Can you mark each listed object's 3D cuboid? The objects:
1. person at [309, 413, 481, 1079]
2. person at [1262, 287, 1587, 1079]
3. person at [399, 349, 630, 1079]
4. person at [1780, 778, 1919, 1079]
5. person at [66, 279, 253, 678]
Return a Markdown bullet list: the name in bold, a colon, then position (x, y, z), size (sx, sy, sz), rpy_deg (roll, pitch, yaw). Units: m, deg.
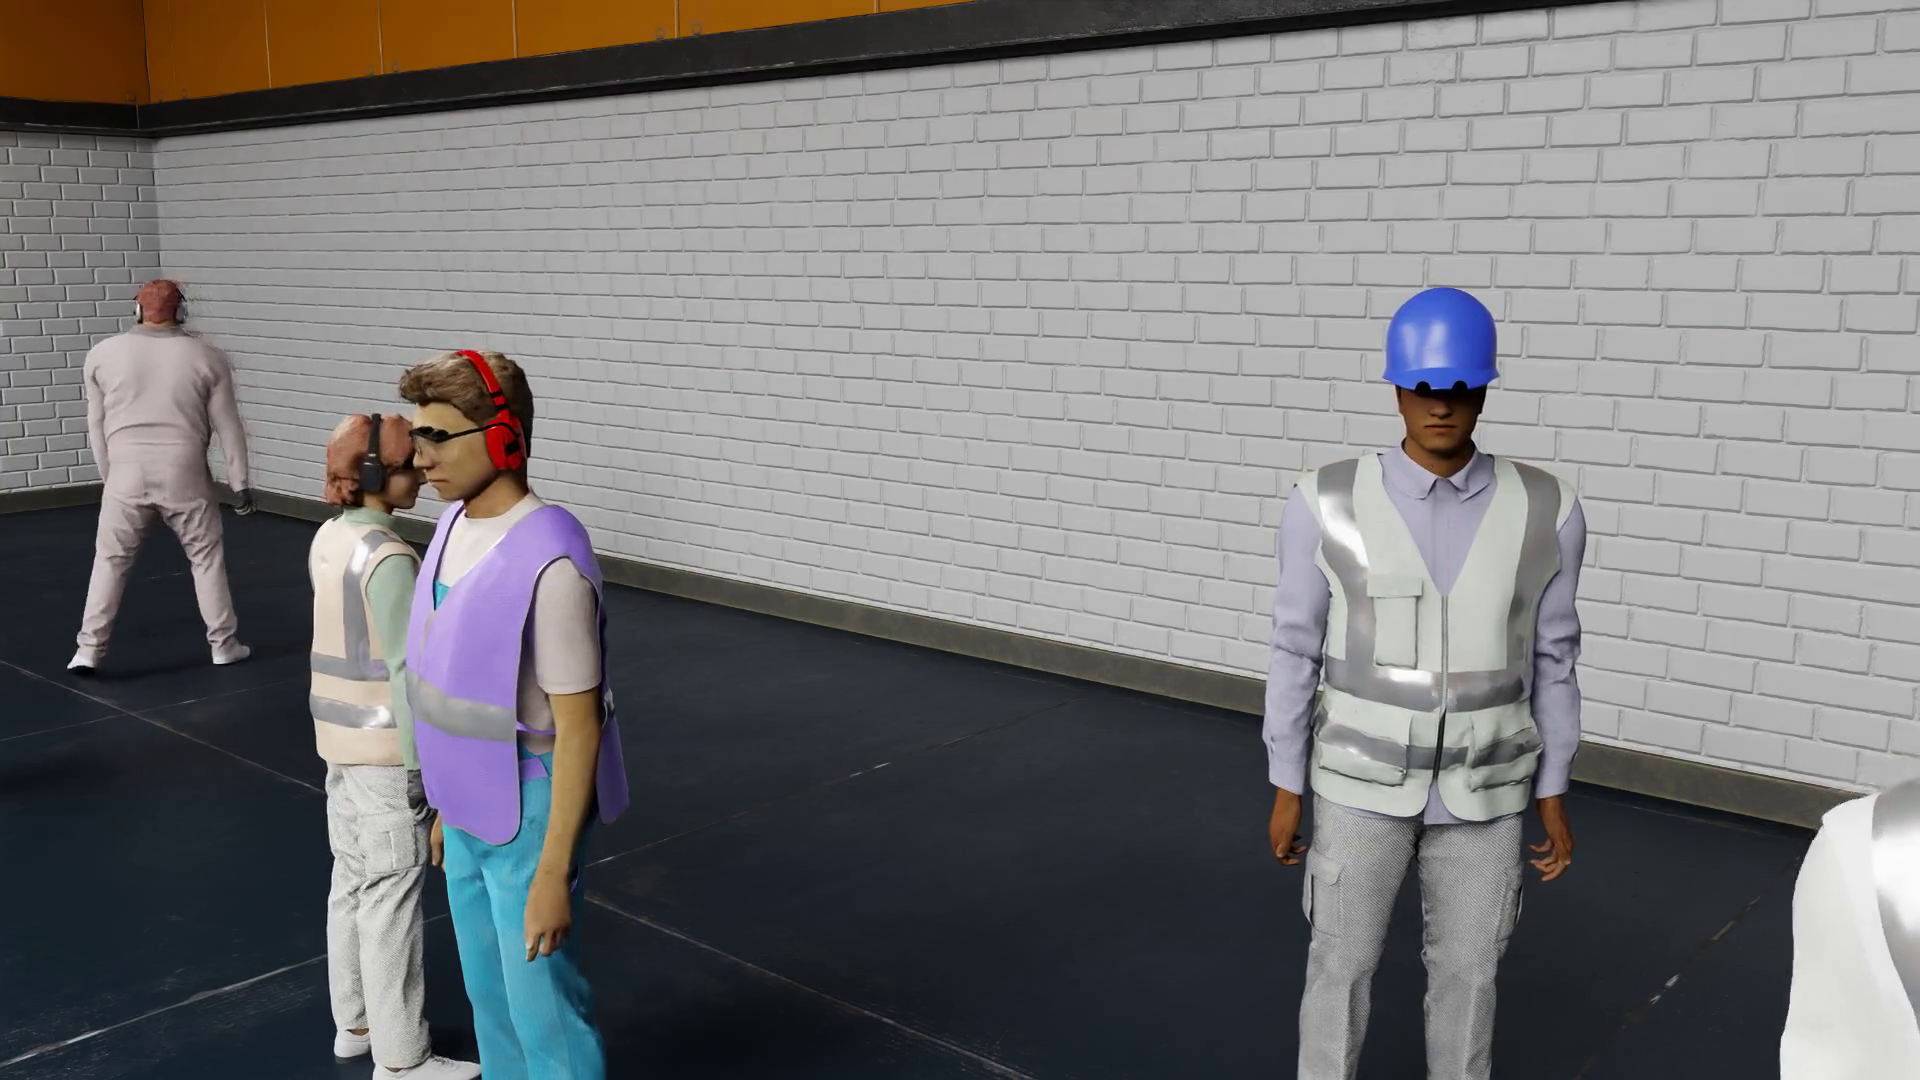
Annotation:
- **person**: position (-1.392, 0.512, 4.013), size (0.312, 1.636, 0.520), rpy_deg (-8, 13, -38)
- **person**: position (0.915, 0.480, 3.311), size (0.617, 1.946, 0.396), rpy_deg (1, 10, 5)
- **person**: position (-0.852, 0.556, 3.190), size (0.390, 1.840, 0.565), rpy_deg (-8, 13, -38)
- **person**: position (1.016, 0.842, 1.474), size (0.593, 1.864, 0.442), rpy_deg (5, 11, 28)
- **person**: position (-3.817, -0.280, 7.870), size (0.856, 1.877, 0.545), rpy_deg (-3, 10, -18)
